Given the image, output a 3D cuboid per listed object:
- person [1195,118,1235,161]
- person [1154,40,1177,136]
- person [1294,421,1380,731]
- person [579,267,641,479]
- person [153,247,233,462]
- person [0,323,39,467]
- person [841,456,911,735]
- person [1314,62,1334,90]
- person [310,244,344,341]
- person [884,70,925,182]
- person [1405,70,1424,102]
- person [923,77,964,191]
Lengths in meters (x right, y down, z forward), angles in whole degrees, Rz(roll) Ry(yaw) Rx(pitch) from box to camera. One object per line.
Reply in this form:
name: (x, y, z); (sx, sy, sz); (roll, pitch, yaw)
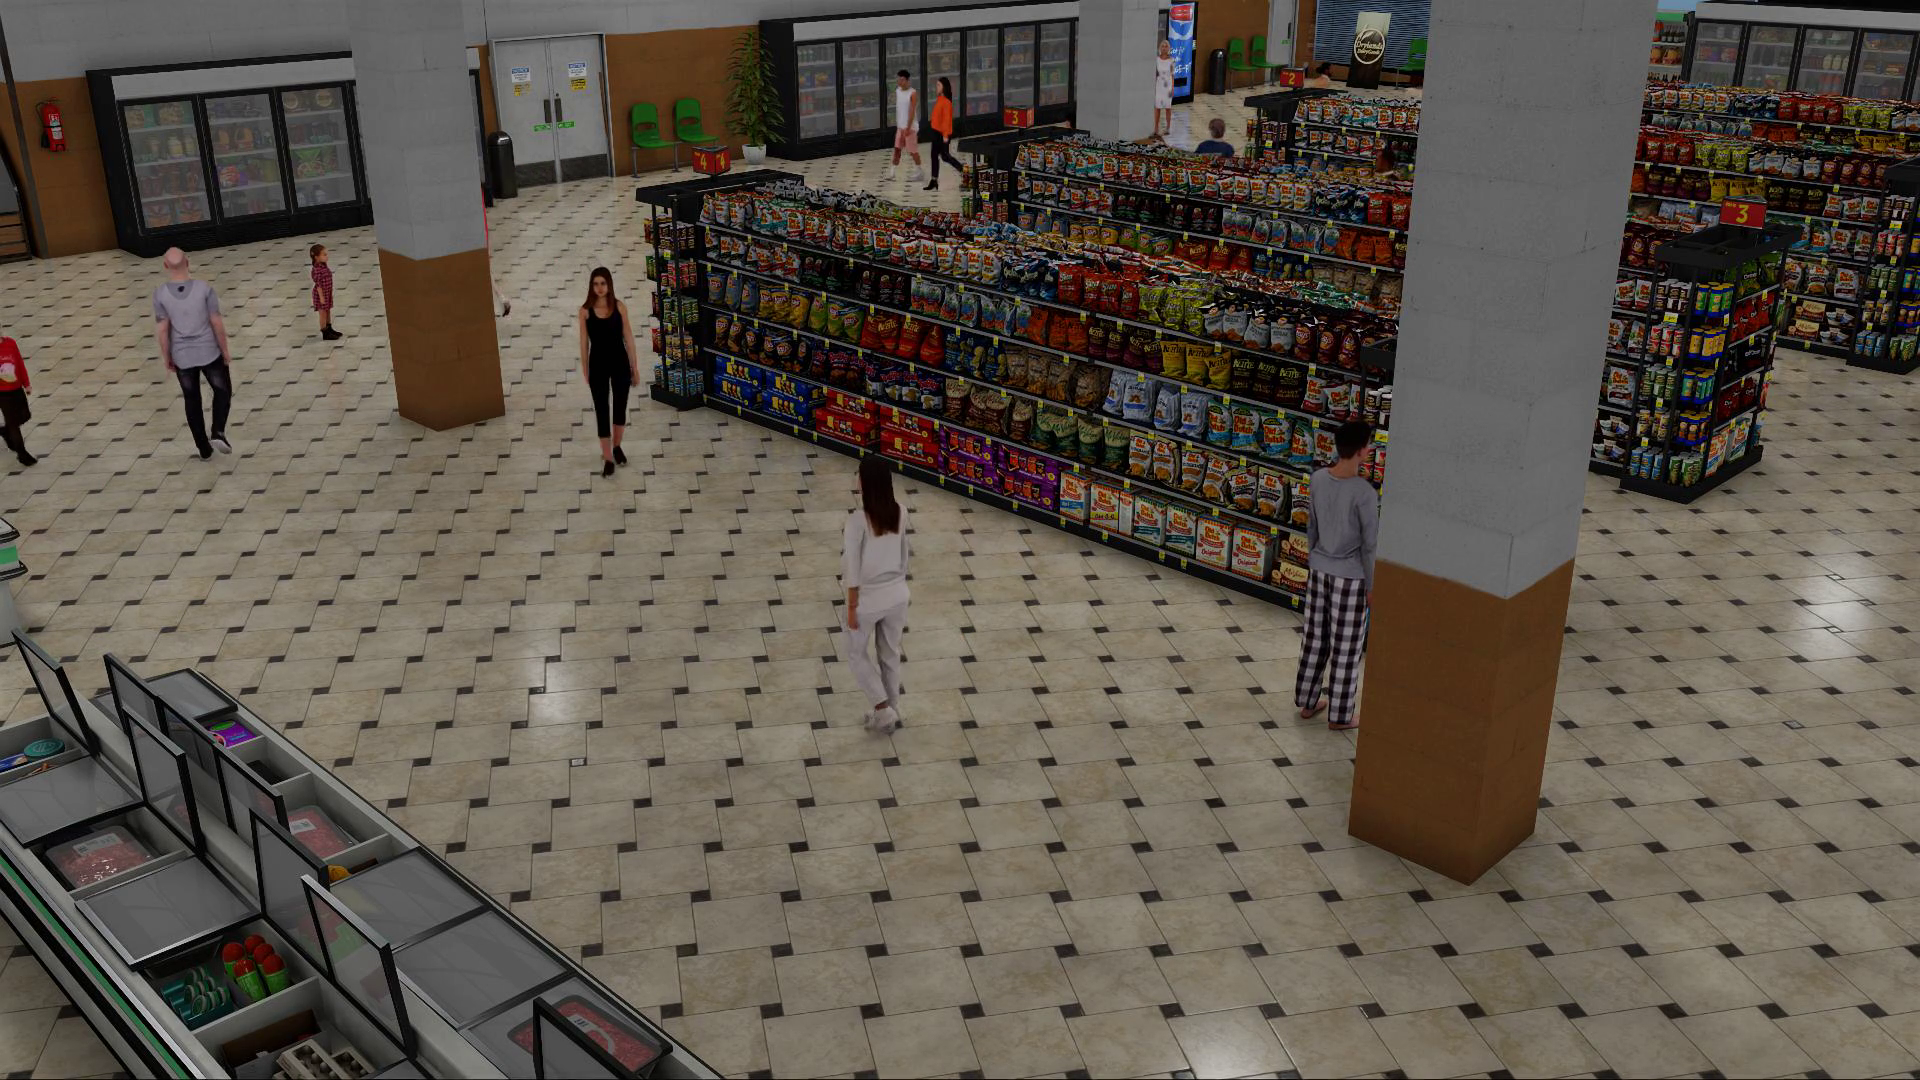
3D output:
person: (3.091, -4.269, 20.669); (0.794, 1.844, 0.899); (12, 25, 27)
person: (3.867, -8.565, 31.489); (0.620, 1.748, 0.705); (3, 22, 8)
person: (2.172, 0.204, 9.531); (0.694, 1.848, 0.484); (-18, 28, -37)
person: (-2.902, -1.424, 13.780); (0.874, 1.702, 1.053); (-7, 23, -17)
person: (-6.352, -1.508, 13.826); (0.866, 1.822, 0.937); (-6, 23, -15)
person: (-8.031, -1.276, 13.988); (0.840, 1.272, 0.629); (12, 25, 27)
person: (-0.424, 0.350, 9.391); (0.634, 1.682, 0.668); (-16, 27, -35)
person: (5.942, -7.068, 27.824); (1.243, 1.703, 1.182); (0, 22, -1)
person: (-6.793, -2.647, 17.735); (0.553, 1.021, 0.498); (2, 22, 4)
person: (-0.779, -6.610, 26.645); (0.756, 1.732, 0.968); (-19, 29, -39)
person: (7.499, -6.868, 27.362); (0.734, 1.676, 0.748); (-9, 24, -21)
person: (-0.194, -6.305, 25.888); (0.950, 1.732, 1.026); (-7, 23, -17)
